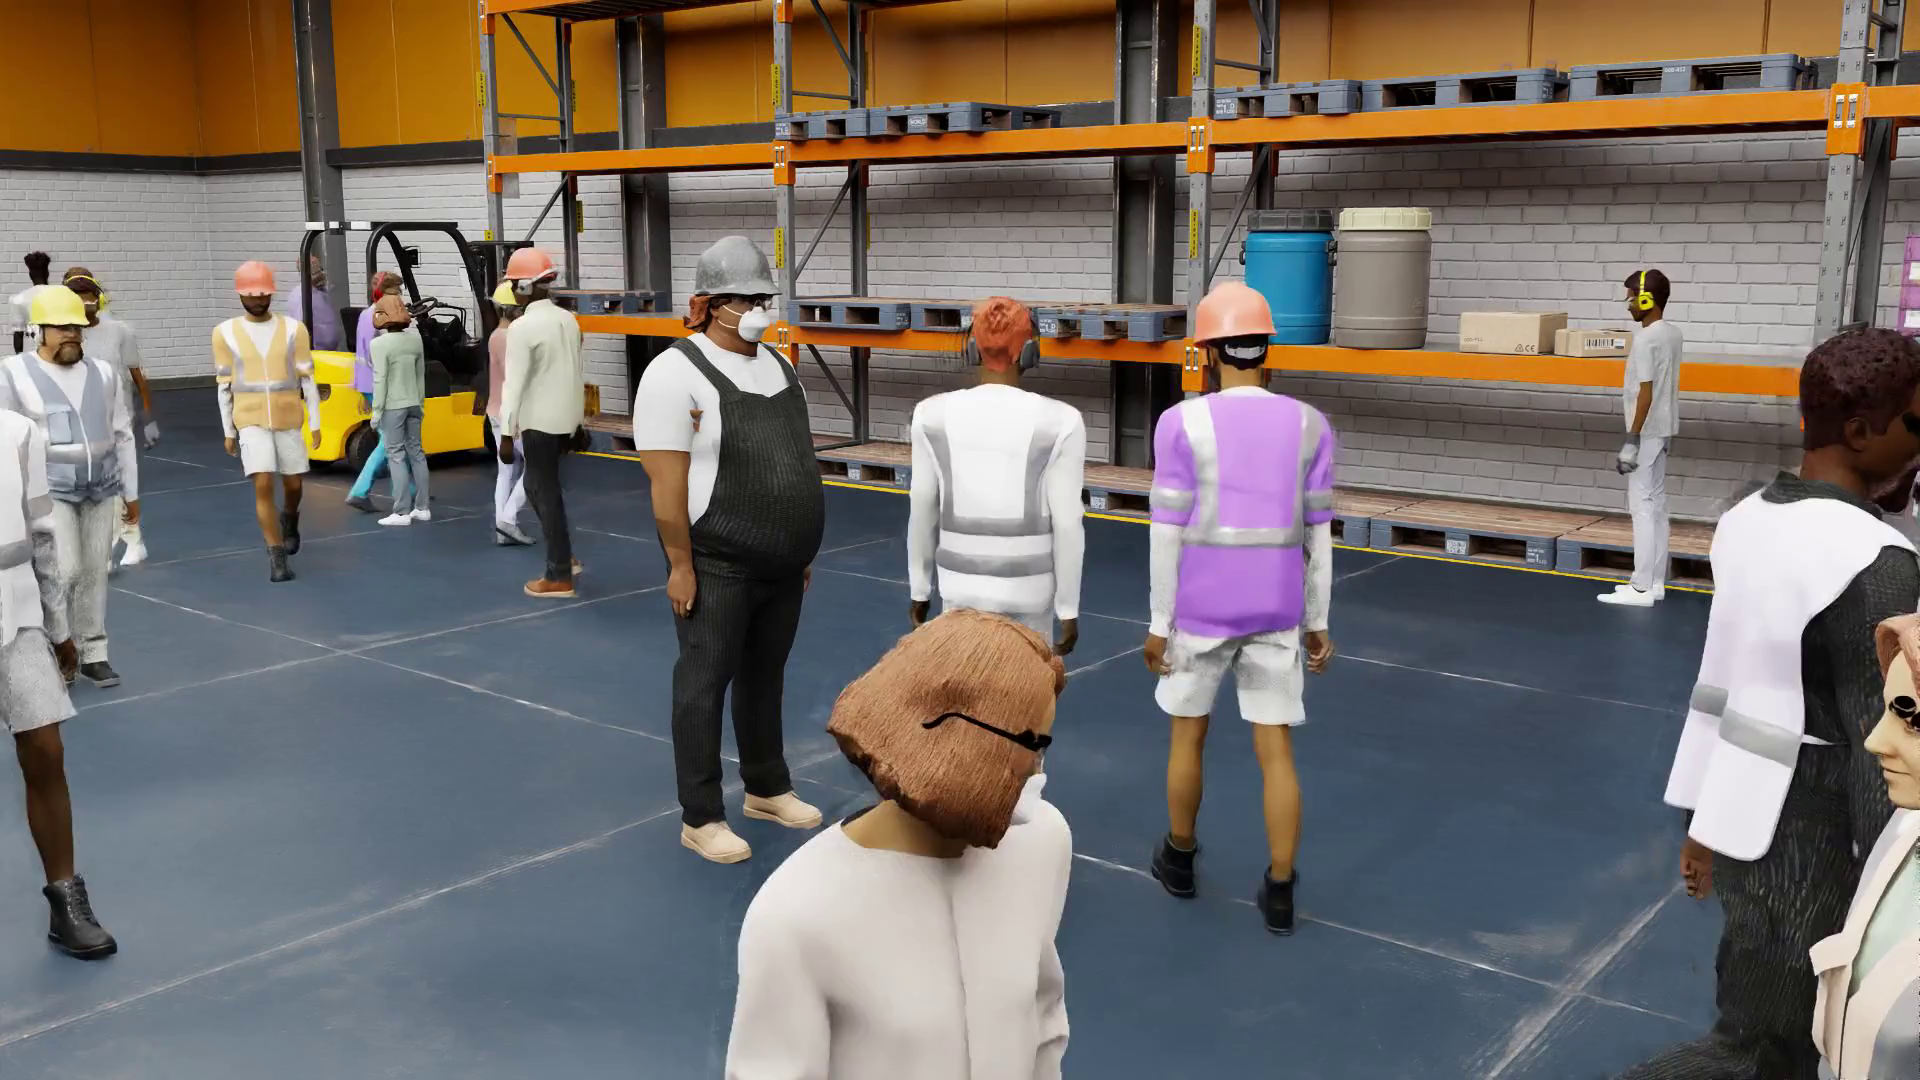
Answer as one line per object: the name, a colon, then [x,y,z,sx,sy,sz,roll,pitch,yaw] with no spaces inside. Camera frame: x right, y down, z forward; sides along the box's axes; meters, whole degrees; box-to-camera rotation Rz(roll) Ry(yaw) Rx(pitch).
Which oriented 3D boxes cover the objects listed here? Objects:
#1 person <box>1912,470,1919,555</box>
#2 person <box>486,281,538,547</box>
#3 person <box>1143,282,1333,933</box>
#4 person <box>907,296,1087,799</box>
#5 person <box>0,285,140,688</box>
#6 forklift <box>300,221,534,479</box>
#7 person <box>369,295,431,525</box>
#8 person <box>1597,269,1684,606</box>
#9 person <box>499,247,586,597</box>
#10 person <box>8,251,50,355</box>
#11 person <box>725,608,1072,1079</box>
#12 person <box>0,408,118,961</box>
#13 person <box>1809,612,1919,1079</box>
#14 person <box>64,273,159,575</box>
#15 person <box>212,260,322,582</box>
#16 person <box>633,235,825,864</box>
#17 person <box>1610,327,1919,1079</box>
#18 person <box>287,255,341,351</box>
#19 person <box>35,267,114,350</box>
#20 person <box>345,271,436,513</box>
person: [4.682,-0.297,7.641,0.785,1.897,0.623,4,11,23]
person: [-2.922,-0.816,10.931,0.377,1.750,0.558,-5,11,-26]
person: [0.807,0.197,4.995,0.575,1.909,0.697,-2,10,-11]
person: [0.102,0.160,5.247,0.595,1.853,0.851,3,11,14]
person: [-3.983,-0.222,7.459,0.426,1.821,0.617,7,12,33]
forklift: [-4.922,-1.741,14.854,1.214,2.155,2.313,8,13,38]
person: [-4.004,-0.922,11.864,0.264,1.632,0.508,4,11,22]
person: [3.795,-0.561,9.231,0.331,1.865,0.519,9,14,42]
person: [-2.388,-0.650,9.396,0.485,1.976,0.645,3,11,16]
person: [-8.544,-1.746,15.627,0.616,1.933,0.943,-4,11,-19]
person: [-0.007,0.882,1.961,0.557,1.591,0.791,-8,13,-36]
person: [-2.861,0.240,4.734,0.905,1.895,0.582,6,12,28]
person: [1.131,0.877,1.911,0.314,1.637,0.515,3,11,16]
person: [-5.201,-0.691,10.071,0.531,1.814,0.911,-1,10,-5]
person: [-4.194,-0.736,10.103,0.587,1.904,0.845,-5,11,-24]
person: [-0.700,0.020,5.519,0.538,2.000,0.684,7,12,33]
person: [1.471,0.543,3.087,0.890,1.882,0.579,1,10,8]
person: [-5.973,-1.696,15.529,0.407,1.882,0.746,-1,10,-3]
person: [-7.313,-1.345,13.737,0.644,1.805,0.599,1,10,7]
person: [-4.314,-1.106,12.467,0.708,1.805,0.566,-6,12,-32]
